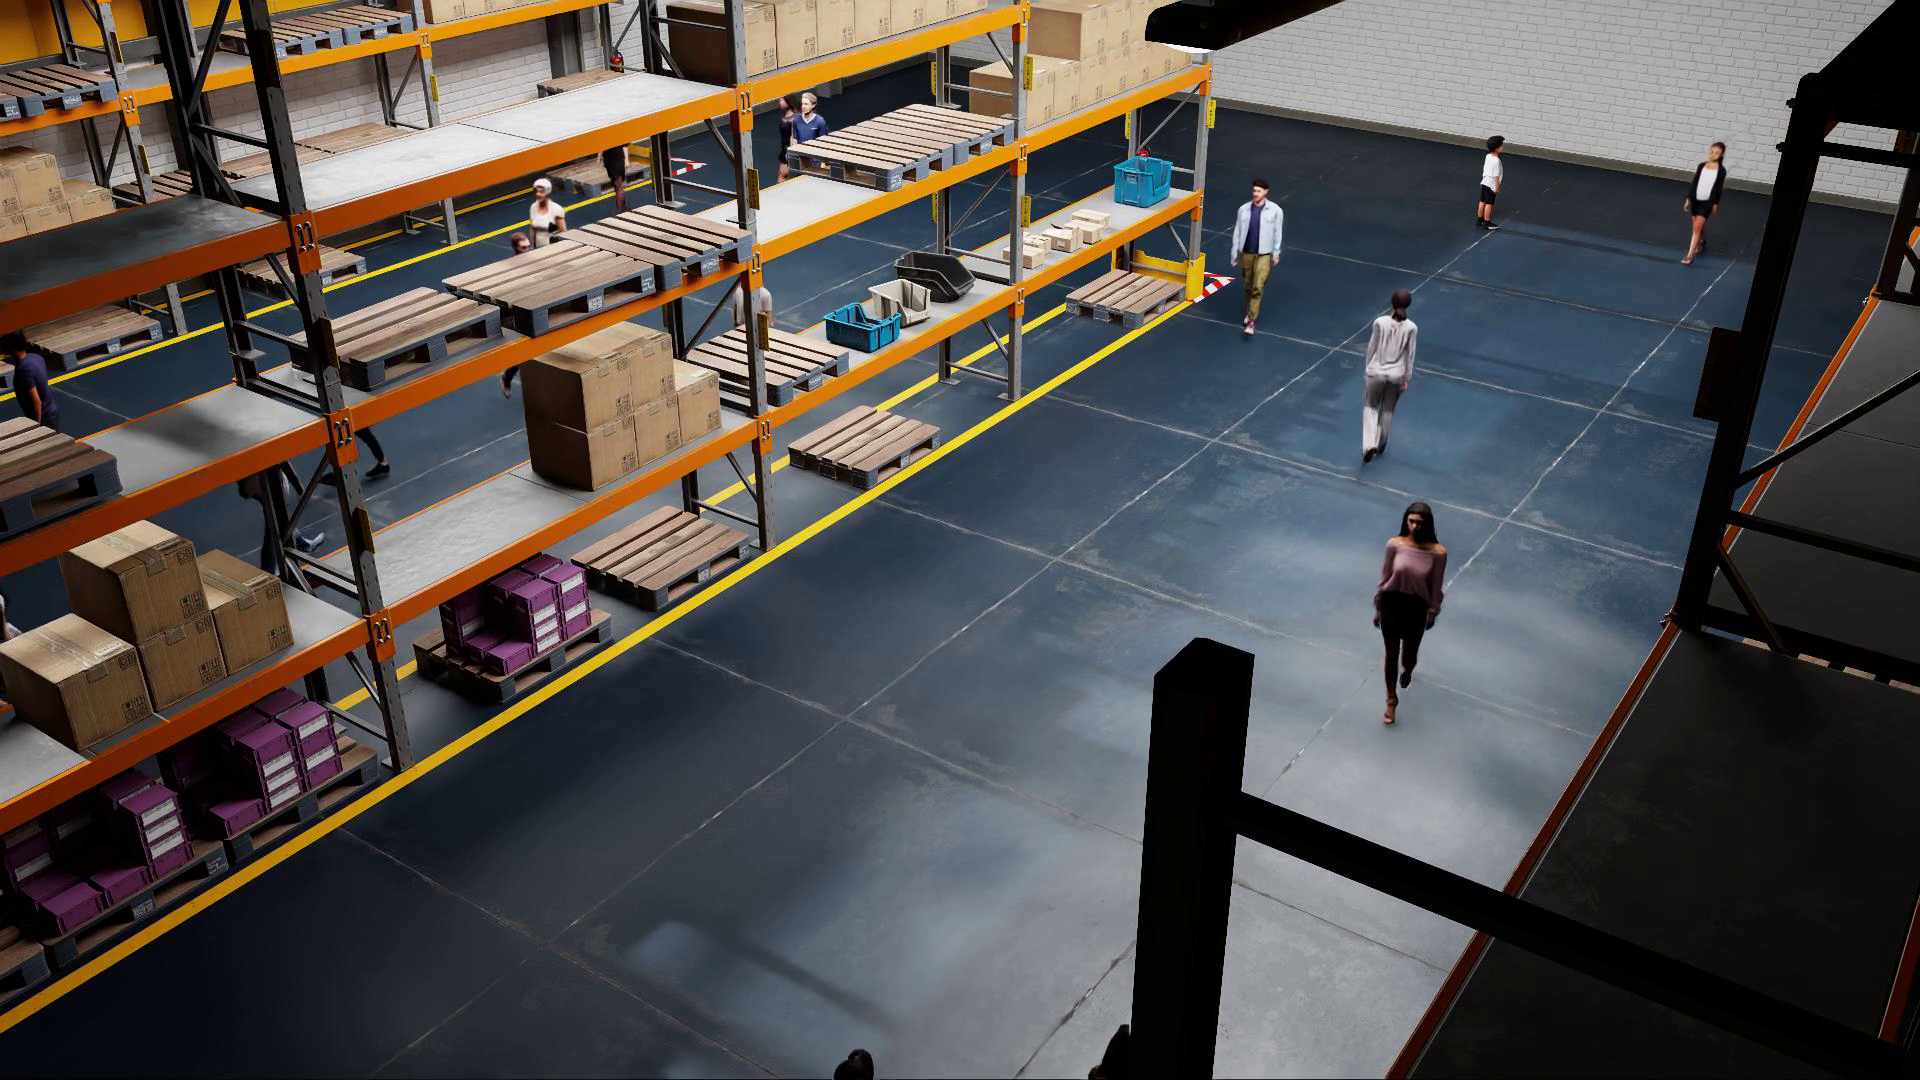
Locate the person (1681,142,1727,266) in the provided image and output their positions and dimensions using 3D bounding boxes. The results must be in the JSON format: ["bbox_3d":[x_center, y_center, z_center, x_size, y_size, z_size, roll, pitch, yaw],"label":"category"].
[{"bbox_3d":[9.586,-4.360,21.388,1.067,1.529,0.654,-25,38,-38],"label":"person"}]

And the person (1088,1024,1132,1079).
[{"bbox_3d":[0.755,2.990,8.002,0.702,1.445,0.971,13,31,22],"label":"person"}]

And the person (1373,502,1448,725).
[{"bbox_3d":[3.264,0.510,12.176,0.695,1.802,0.795,12,31,22],"label":"person"}]

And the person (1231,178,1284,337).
[{"bbox_3d":[3.440,-3.307,19.199,0.797,1.777,1.077,13,31,22],"label":"person"}]

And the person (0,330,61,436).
[{"bbox_3d":[-8.363,-1.113,15.164,0.736,1.789,0.708,-9,30,-15],"label":"person"}]

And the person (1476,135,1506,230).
[{"bbox_3d":[7.214,-4.873,22.609,0.638,1.262,0.583,-7,29,-13],"label":"person"}]

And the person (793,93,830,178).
[{"bbox_3d":[-2.012,-5.061,22.317,0.716,1.872,0.646,9,30,17],"label":"person"}]

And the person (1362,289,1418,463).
[{"bbox_3d":[4.089,-1.541,15.982,0.772,1.758,0.941,8,30,15],"label":"person"}]

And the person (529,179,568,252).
[{"bbox_3d":[-4.689,-3.332,19.320,0.734,1.705,1.133,14,32,24],"label":"person"}]

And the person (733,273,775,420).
[{"bbox_3d":[-2.064,-2.092,17.052,0.664,1.701,0.990,16,33,27],"label":"person"}]
